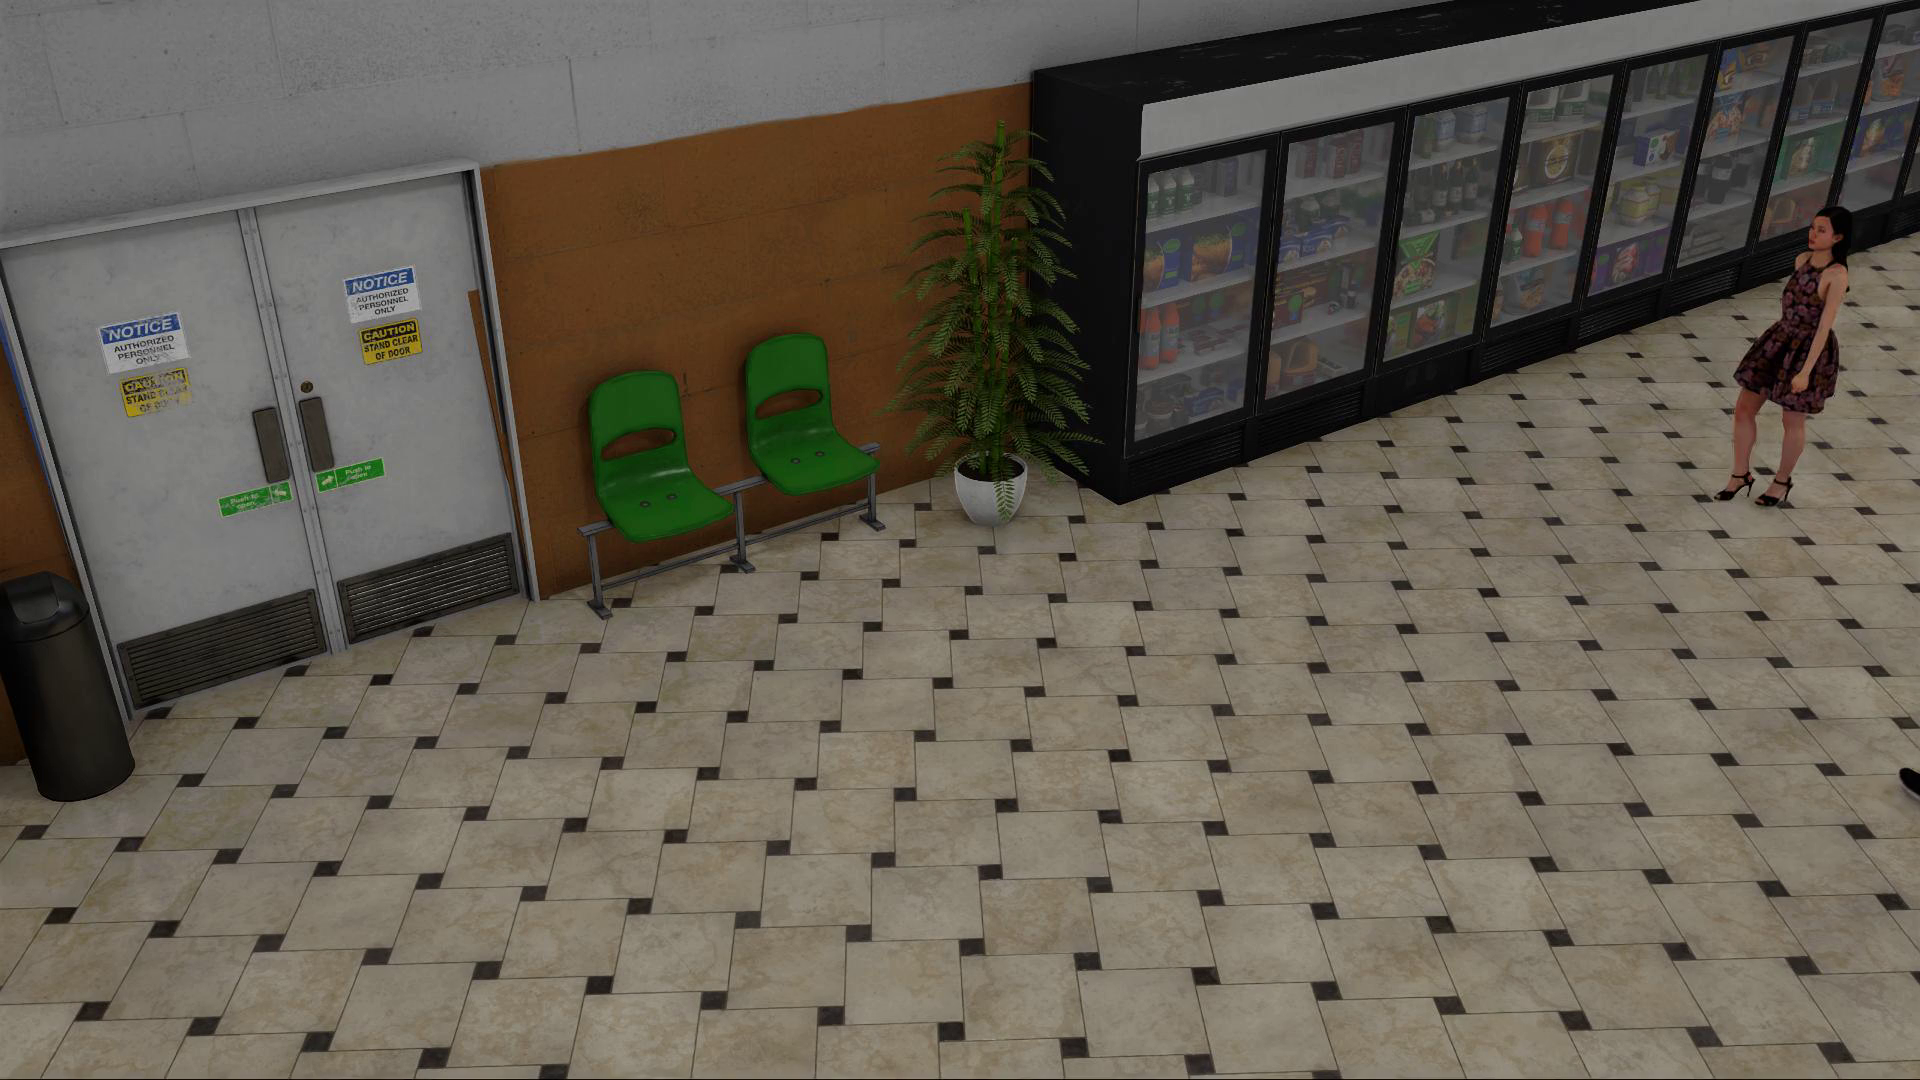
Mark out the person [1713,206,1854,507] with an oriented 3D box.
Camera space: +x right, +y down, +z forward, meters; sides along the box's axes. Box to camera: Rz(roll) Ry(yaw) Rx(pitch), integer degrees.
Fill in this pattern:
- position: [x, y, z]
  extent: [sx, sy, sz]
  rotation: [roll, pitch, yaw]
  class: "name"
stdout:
- position: [4.648, -0.969, 9.120]
  extent: [0.814, 1.762, 0.779]
  rotation: [-7, 29, -13]
  class: "person"
